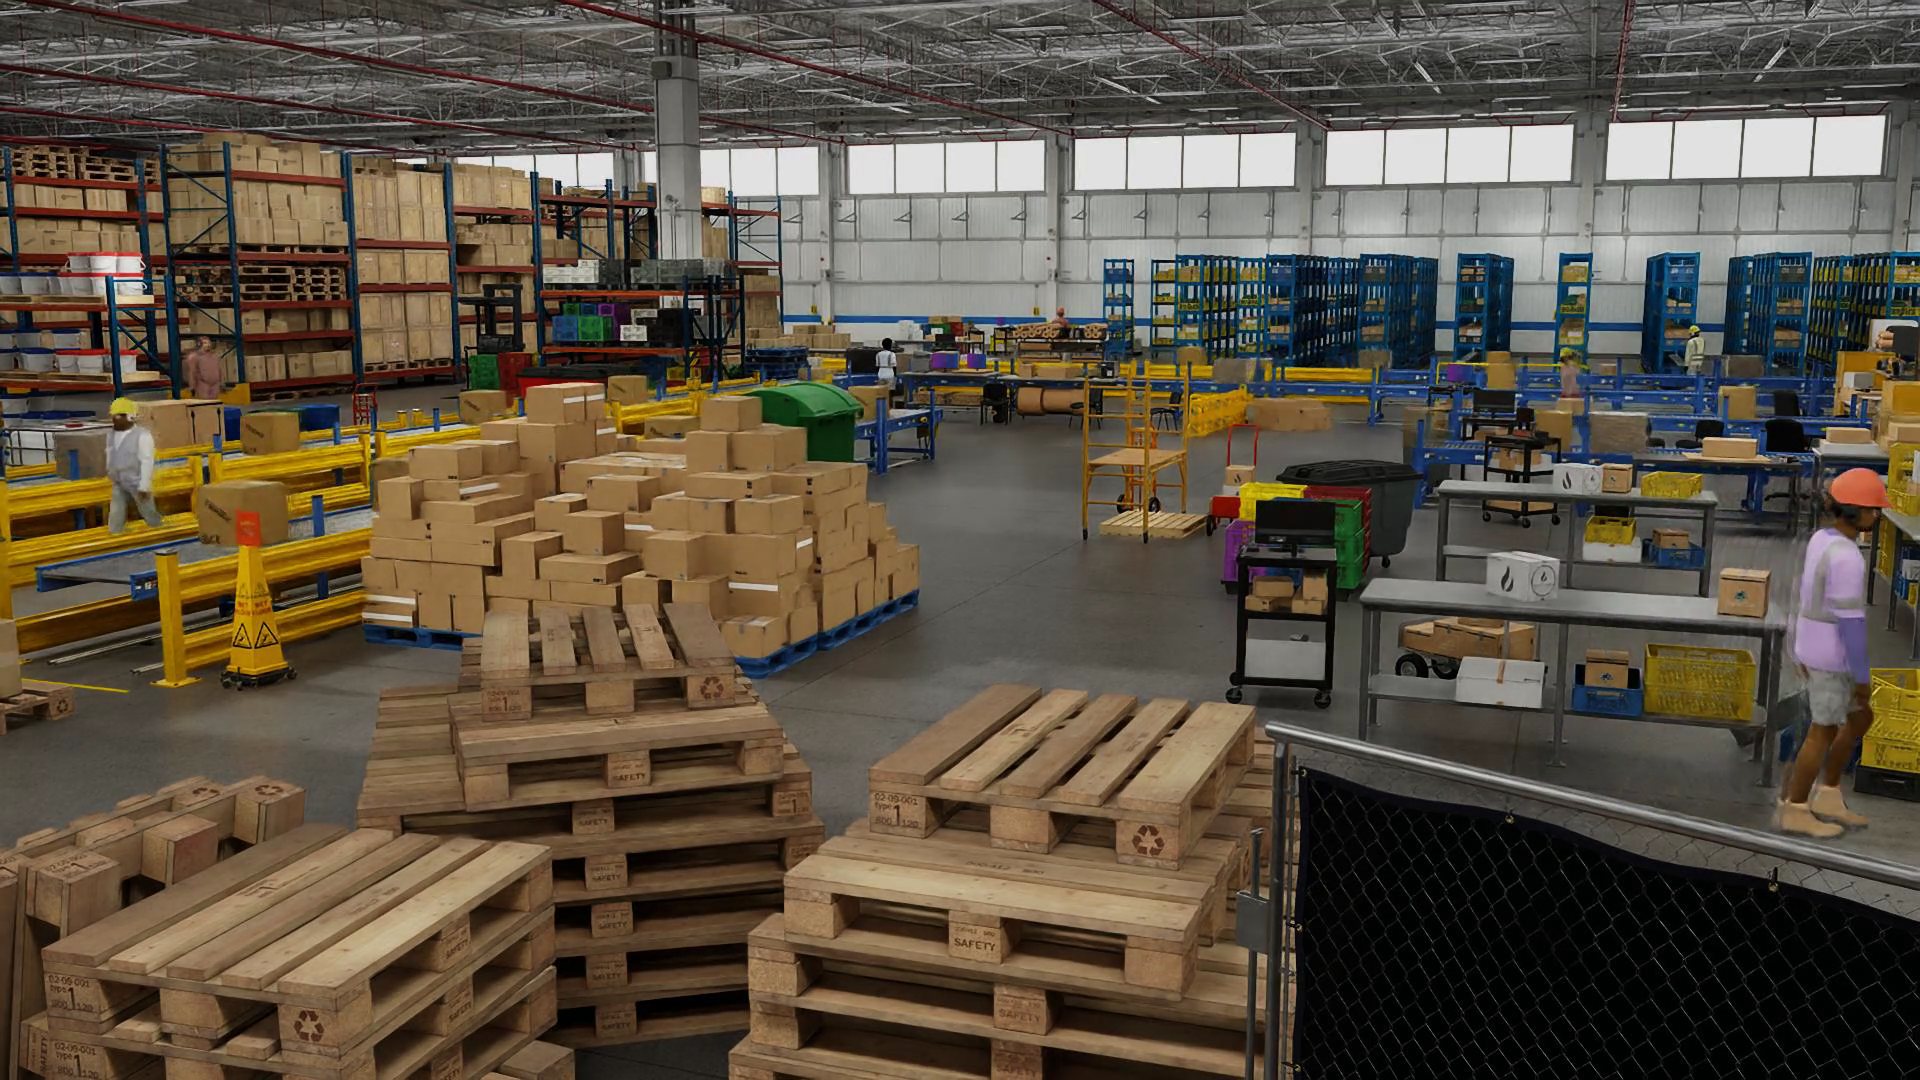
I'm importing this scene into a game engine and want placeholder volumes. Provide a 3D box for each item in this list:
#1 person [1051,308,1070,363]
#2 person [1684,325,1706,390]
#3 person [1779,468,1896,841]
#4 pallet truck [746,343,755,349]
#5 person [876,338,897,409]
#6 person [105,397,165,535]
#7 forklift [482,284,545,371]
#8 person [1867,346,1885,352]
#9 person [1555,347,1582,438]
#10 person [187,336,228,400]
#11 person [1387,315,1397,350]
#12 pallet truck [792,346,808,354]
[{"bbox_3d":[3.233,-6.457,53.404,0.622,1.991,0.383,2,9,11],"label":"person"},{"bbox_3d":[17.729,-4.269,40.206,0.586,1.824,0.403,-6,11,-32],"label":"person"},{"bbox_3d":[4.736,0.623,8.861,0.637,2.018,0.634,3,9,17],"label":"person"},{"bbox_3d":[-6.183,-4.618,44.264,1.601,1.201,0.680,-9,12,-43],"label":"pallet truck"},{"bbox_3d":[-1.564,-3.490,35.709,0.533,1.696,0.318,6,11,33],"label":"person"},{"bbox_3d":[-8.575,-0.598,17.271,0.606,1.792,0.915,3,10,20],"label":"person"},{"bbox_3d":[-10.832,-4.702,39.610,1.129,2.768,1.873,3,10,20],"label":"forklift"},{"bbox_3d":[21.153,-4.035,38.471,0.407,1.910,0.639,4,10,26],"label":"person"},{"bbox_3d":[11.359,-2.727,30.866,0.944,1.713,0.530,-1,9,-4],"label":"person"},{"bbox_3d":[-14.197,-2.911,31.489,0.584,1.889,0.647,6,11,32],"label":"person"},{"bbox_3d":[15.744,-7.464,60.357,0.973,1.794,0.575,6,11,33],"label":"person"},{"bbox_3d":[-3.705,-4.298,42.022,0.653,1.274,1.630,3,10,20],"label":"pallet truck"}]
